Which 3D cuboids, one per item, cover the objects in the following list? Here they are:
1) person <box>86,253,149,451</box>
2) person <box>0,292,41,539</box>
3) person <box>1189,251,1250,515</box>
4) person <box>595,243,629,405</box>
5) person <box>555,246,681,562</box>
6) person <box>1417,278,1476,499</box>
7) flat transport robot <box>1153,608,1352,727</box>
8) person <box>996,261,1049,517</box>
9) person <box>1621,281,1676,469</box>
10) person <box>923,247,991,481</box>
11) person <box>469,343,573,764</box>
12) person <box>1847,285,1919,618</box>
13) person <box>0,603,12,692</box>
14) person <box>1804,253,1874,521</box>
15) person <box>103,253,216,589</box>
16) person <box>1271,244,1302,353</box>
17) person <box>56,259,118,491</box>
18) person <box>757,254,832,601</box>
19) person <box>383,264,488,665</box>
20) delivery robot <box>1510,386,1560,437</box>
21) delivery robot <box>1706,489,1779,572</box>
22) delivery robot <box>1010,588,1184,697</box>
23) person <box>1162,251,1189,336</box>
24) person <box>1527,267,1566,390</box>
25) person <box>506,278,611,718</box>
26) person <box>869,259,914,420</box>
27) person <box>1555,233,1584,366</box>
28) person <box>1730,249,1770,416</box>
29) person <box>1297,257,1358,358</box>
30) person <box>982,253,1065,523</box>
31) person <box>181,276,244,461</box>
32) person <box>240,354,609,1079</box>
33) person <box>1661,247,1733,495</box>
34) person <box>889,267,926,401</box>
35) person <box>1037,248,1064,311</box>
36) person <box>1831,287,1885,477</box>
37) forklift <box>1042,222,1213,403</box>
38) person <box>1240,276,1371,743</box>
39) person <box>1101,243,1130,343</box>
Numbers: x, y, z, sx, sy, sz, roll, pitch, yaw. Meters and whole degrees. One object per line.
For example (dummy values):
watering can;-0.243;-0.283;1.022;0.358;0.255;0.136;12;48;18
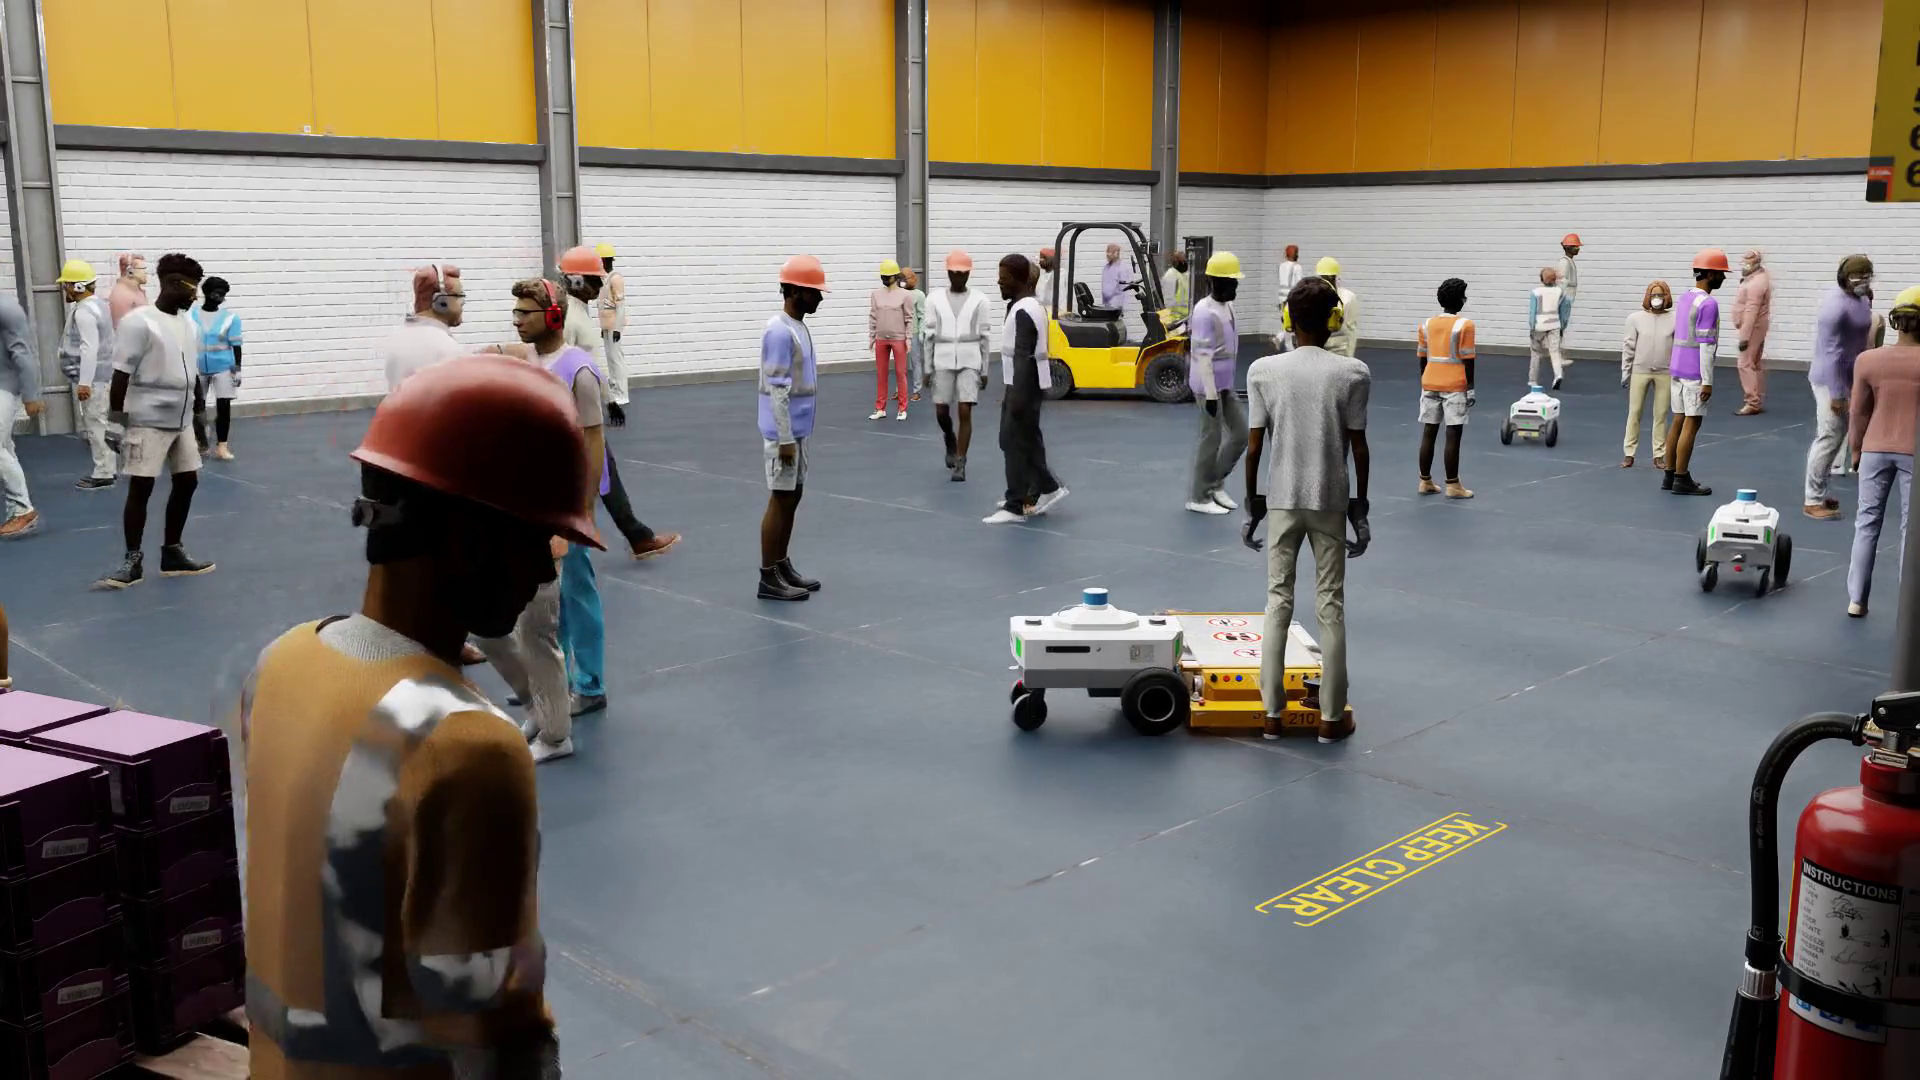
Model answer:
person;-7.737;-1.745;15.556;0.984;1.864;0.656;-4;11;-21
person;-6.477;-0.948;11.059;0.637;1.920;0.523;5;12;27
person;1.892;-1.121;12.022;0.478;1.902;0.616;5;12;28
person;-4.180;-2.567;19.853;0.386;1.926;0.591;-5;12;-27
person;-2.221;-0.819;10.249;1.012;1.944;0.633;-2;11;-9
person;3.758;-1.165;12.831;0.321;1.697;0.530;-7;12;-33
flat transport robot;1.258;0.543;7.414;0.652;0.197;1.431;0;10;0
person;0.464;-1.087;12.006;0.335;1.845;0.513;-2;11;-13
person;6.022;-1.432;14.464;0.509;1.632;0.267;4;11;19
person;-0.021;-1.464;13.846;0.566;1.925;0.619;1;10;4
person;-1.679;0.067;6.333;0.390;1.624;0.515;-5;12;-26
person;4.923;-0.439;8.699;0.315;1.766;0.523;-10;14;-43
person;-4.151;-0.222;6.780;0.392;2.033;0.605;-9;14;-40
person;6.301;-1.090;11.914;0.402;1.901;0.796;9;14;41
person;-4.686;-0.692;9.659;0.400;1.927;0.785;3;11;16
person;5.497;-4.014;27.904;0.594;1.868;0.593;-6;12;-28
person;-6.950;-1.312;13.266;0.404;1.833;0.589;-4;11;-19
person;-0.915;-0.617;9.257;0.433;1.921;0.544;2;11;10
person;-2.401;-0.338;7.799;0.435;1.891;0.673;-8;13;-38
delivery robot;5.598;-1.253;16.175;0.477;0.478;0.707;6;12;30
delivery robot;4.527;-0.048;9.607;0.477;0.478;0.707;5;12;28
delivery robot;0.560;0.443;6.925;0.707;0.478;0.477;0;10;0
person;2.910;-2.932;22.148;0.572;1.811;0.672;3;11;17
person;7.781;-2.801;22.005;0.518;1.609;0.811;0;10;-1
person;-1.695;-0.176;7.034;0.376;1.844;0.571;-10;14;-43
person;-0.764;-2.187;18.246;0.523;1.760;0.327;4;11;20
person;9.475;-3.746;25.964;0.388;2.045;0.605;5;12;26
person;8.936;-2.345;18.809;0.428;1.871;0.804;6;12;28
person;3.565;-1.841;16.211;0.594;1.817;0.430;4;11;22
person;0.450;-1.065;11.760;0.549;1.905;0.603;-1;10;-7
person;-6.746;-1.531;14.927;0.649;1.657;0.404;-2;11;-11
person;-0.621;0.732;1.973;0.486;1.886;0.595;-9;14;-40
person;5.771;-1.308;13.004;0.390;1.929;0.539;0;10;1
person;-0.647;-2.525;20.426;0.498;1.633;0.283;6;12;31
person;1.071;-2.891;21.837;0.918;1.845;0.588;-1;10;-7
person;7.512;-1.350;14.001;0.523;1.638;0.311;-2;11;-12
forklift;1.935;-2.847;20.651;2.313;2.155;1.214;2;11;13
person;1.382;-0.114;6.653;0.518;1.865;0.328;3;11;18
person;2.526;-3.902;27.232;0.669;1.891;0.670;-5;12;-26
